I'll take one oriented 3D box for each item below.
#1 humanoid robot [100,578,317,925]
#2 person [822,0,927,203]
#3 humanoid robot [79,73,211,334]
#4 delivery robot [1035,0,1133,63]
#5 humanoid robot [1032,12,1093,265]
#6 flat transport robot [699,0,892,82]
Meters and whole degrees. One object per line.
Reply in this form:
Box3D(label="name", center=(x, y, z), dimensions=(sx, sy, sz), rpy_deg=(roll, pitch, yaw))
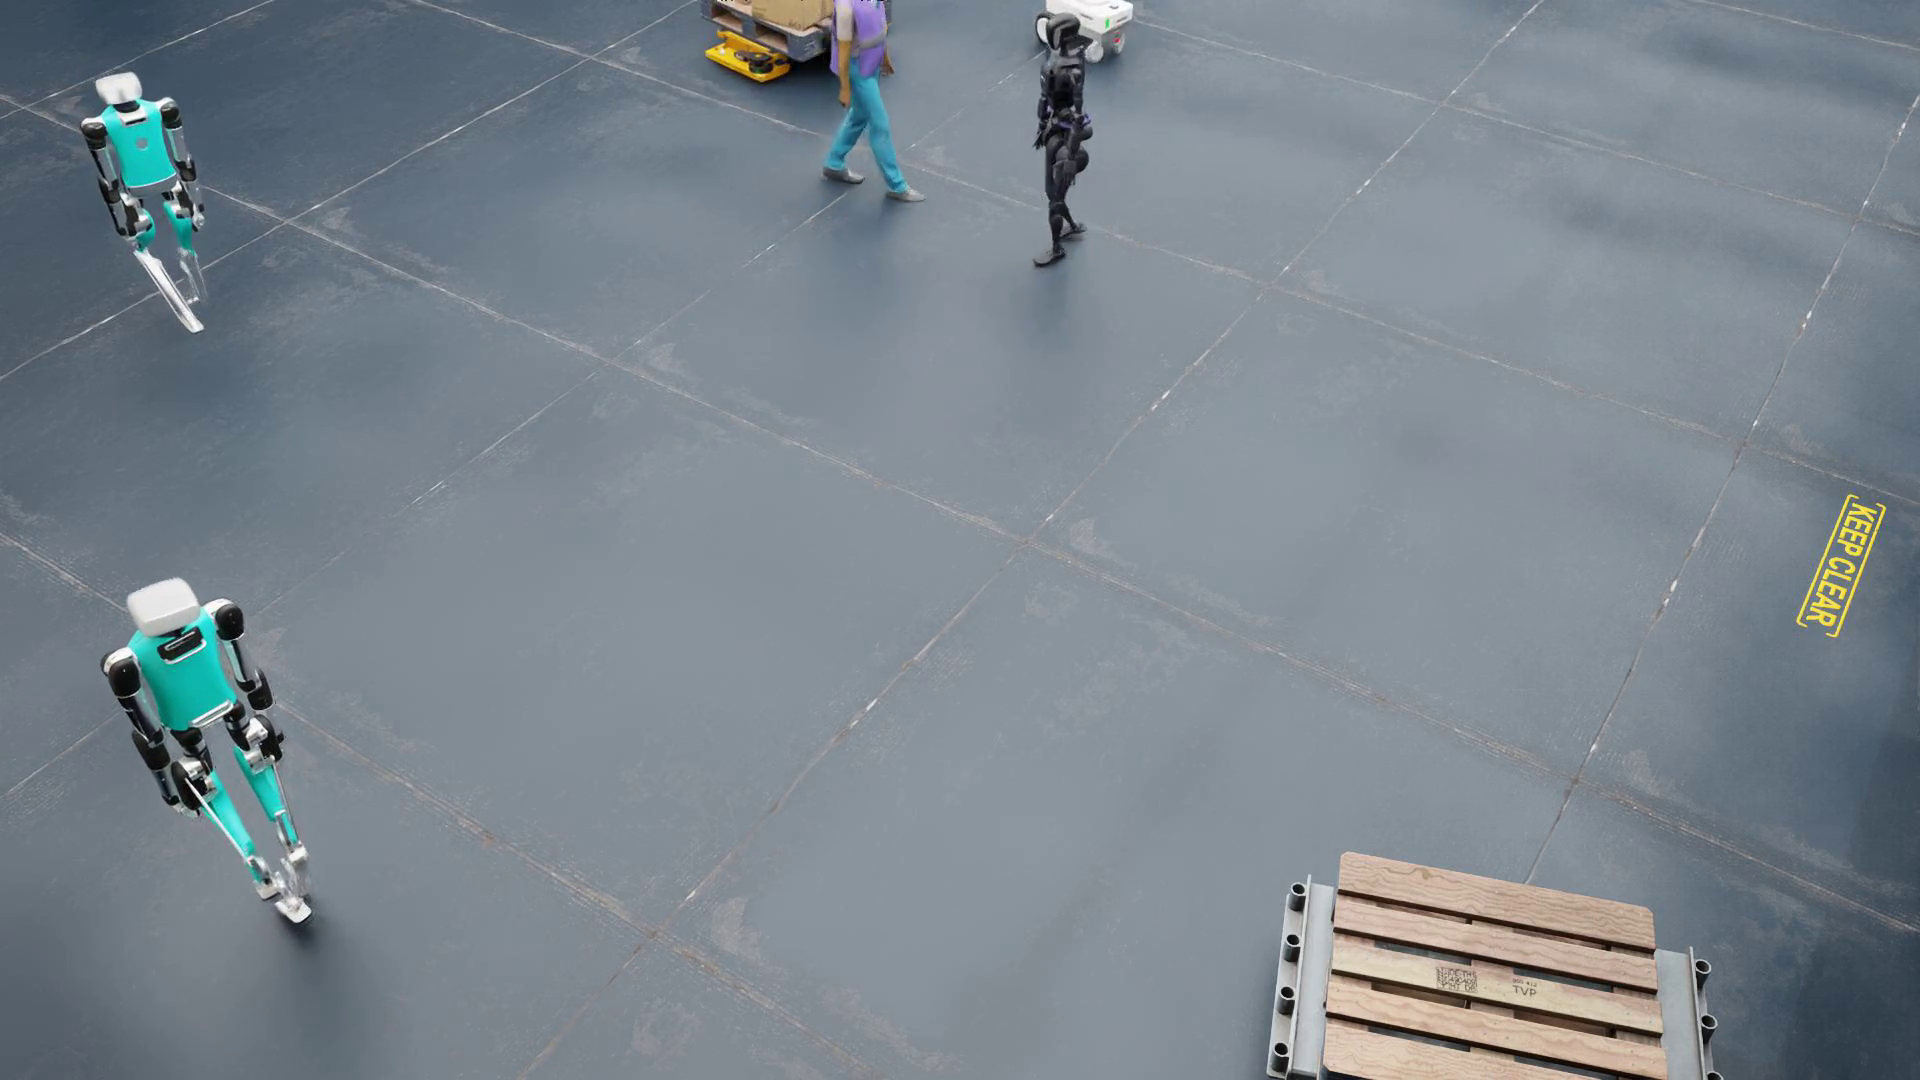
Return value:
Box3D(label="humanoid robot", center=(-2.804, 1.003, 6.605), dimensions=(0.753, 1.853, 0.551), rpy_deg=(31, 50, 30))
Box3D(label="person", center=(-0.636, -3.149, 11.166), dimensions=(0.809, 1.826, 0.585), rpy_deg=(10, 43, 11))
Box3D(label="humanoid robot", center=(-4.840, -1.974, 9.974), dimensions=(0.543, 1.895, 0.764), rpy_deg=(-28, 49, -28))
Box3D(label="delivery robot", center=(0.996, -4.177, 13.238), dimensions=(0.519, 0.593, 0.765), rpy_deg=(-33, 51, -32))
Box3D(label="humanoid robot", center=(0.679, -2.558, 10.591), dimensions=(0.465, 1.651, 0.585), rpy_deg=(-15, 44, -16))
Box3D(label="flat transport robot", center=(-1.291, -4.076, 13.341), dimensions=(0.659, 0.231, 1.431), rpy_deg=(31, 50, 30))
